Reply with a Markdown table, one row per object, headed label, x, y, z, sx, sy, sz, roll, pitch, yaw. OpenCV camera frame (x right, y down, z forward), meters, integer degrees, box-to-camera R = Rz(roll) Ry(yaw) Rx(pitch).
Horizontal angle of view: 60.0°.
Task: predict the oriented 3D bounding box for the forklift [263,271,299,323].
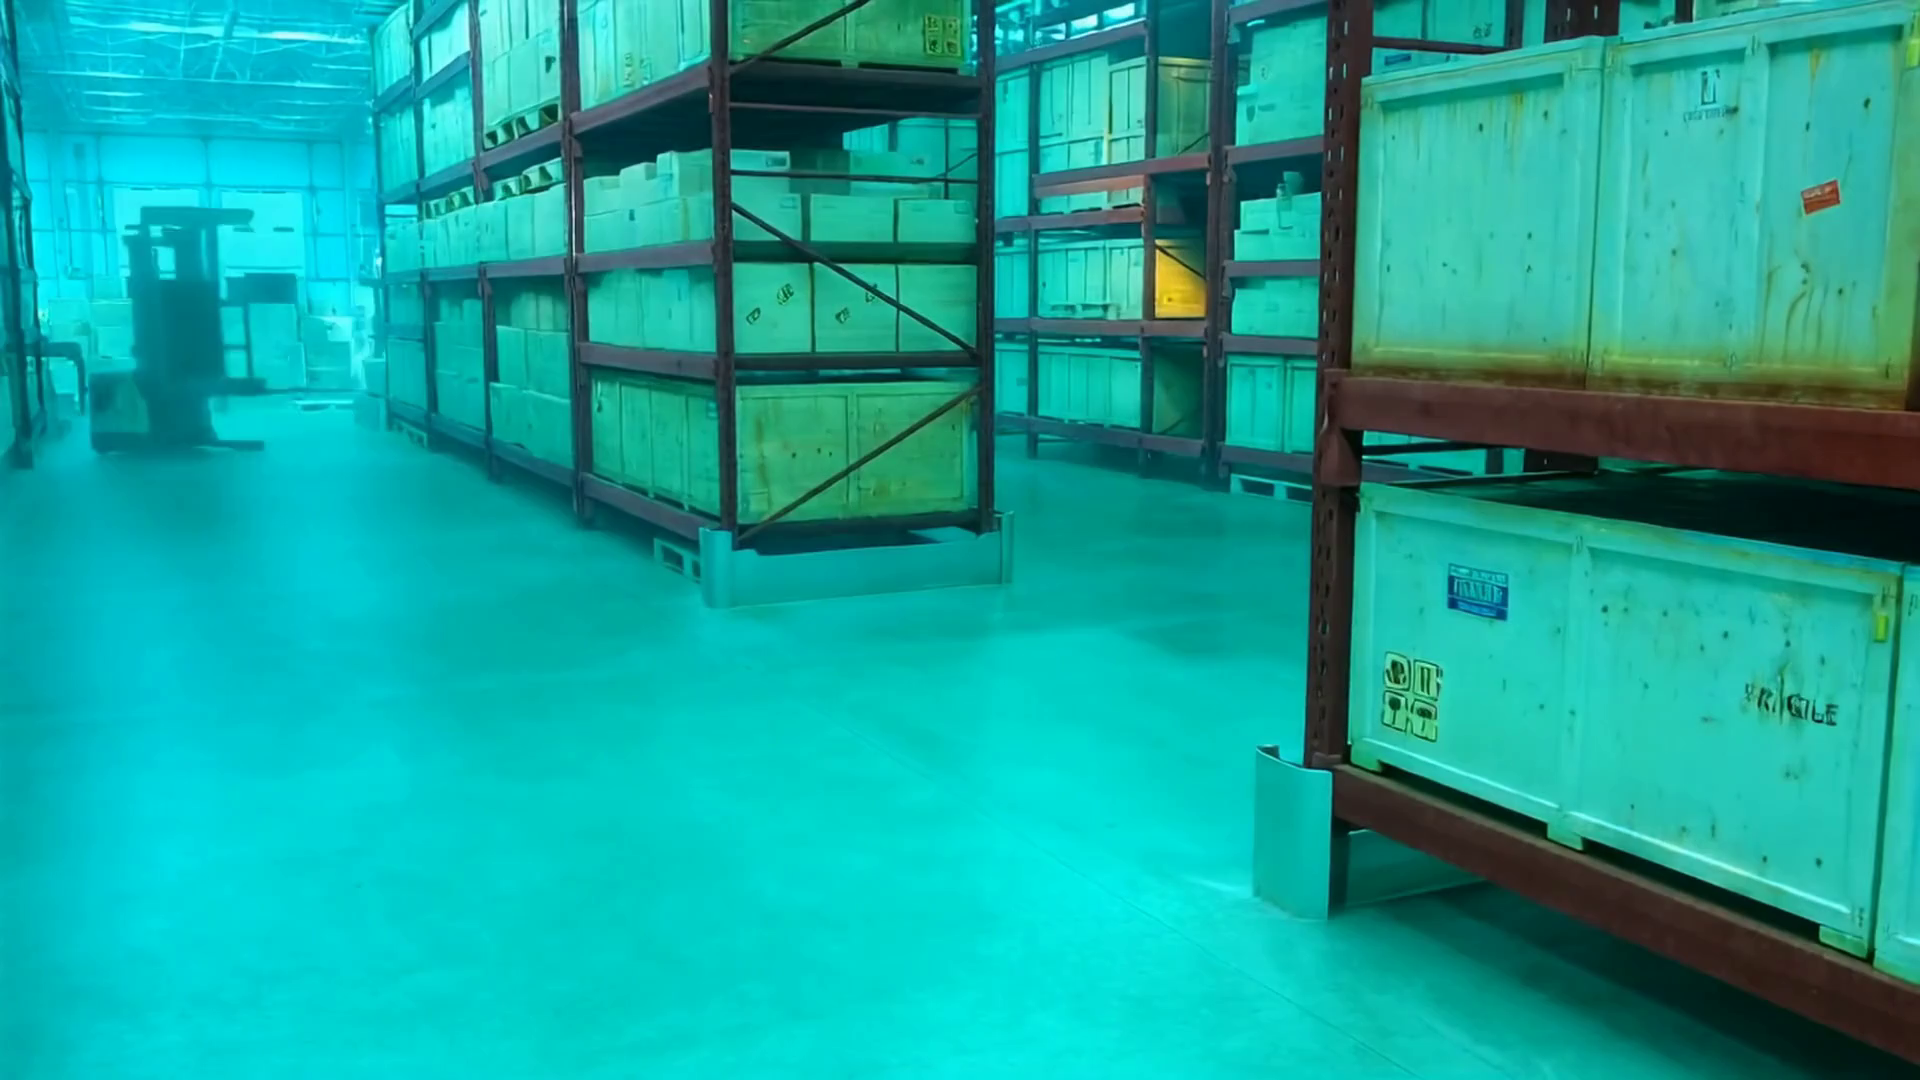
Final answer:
| label | x | y | z | sx | sy | sz | roll | pitch | yaw |
| --- | --- | --- | --- | --- | --- | --- | --- | --- | --- |
| forklift | -19.767 | -6.452 | 48.580 | 1.873 | 2.768 | 1.129 | 6 | 10 | 37 |

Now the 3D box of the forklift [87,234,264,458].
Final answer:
| label | x | y | z | sx | sy | sz | roll | pitch | yaw |
| --- | --- | --- | --- | --- | --- | --- | --- | --- | --- |
| forklift | -10.184 | -2.509 | 21.386 | 1.873 | 2.768 | 1.129 | 3 | 9 | 21 |

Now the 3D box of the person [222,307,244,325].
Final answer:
| label | x | y | z | sx | sy | sz | roll | pitch | yaw |
| --- | --- | --- | --- | --- | --- | --- | --- | --- | --- |
| person | -20.650 | -5.788 | 47.282 | 0.634 | 1.929 | 0.378 | -1 | 8 | -4 |

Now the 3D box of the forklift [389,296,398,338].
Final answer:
| label | x | y | z | sx | sy | sz | roll | pitch | yaw |
| --- | --- | --- | --- | --- | --- | --- | --- | --- | --- |
| forklift | -11.118 | -4.275 | 33.571 | 1.129 | 2.768 | 1.873 | -8 | 11 | -42 |

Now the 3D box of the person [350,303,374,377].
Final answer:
| label | x | y | z | sx | sy | sz | roll | pitch | yaw |
| --- | --- | --- | --- | --- | --- | --- | --- | --- | --- |
| person | -15.349 | -5.126 | 42.744 | 0.558 | 1.915 | 0.557 | -7 | 11 | -40 |

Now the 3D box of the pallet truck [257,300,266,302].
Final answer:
| label | x | y | z | sx | sy | sz | roll | pitch | yaw |
| --- | --- | --- | --- | --- | --- | --- | --- | --- | --- |
| pallet truck | -23.913 | -7.404 | 58.171 | 1.885 | 1.965 | 0.823 | -1 | 8 | -9 |
